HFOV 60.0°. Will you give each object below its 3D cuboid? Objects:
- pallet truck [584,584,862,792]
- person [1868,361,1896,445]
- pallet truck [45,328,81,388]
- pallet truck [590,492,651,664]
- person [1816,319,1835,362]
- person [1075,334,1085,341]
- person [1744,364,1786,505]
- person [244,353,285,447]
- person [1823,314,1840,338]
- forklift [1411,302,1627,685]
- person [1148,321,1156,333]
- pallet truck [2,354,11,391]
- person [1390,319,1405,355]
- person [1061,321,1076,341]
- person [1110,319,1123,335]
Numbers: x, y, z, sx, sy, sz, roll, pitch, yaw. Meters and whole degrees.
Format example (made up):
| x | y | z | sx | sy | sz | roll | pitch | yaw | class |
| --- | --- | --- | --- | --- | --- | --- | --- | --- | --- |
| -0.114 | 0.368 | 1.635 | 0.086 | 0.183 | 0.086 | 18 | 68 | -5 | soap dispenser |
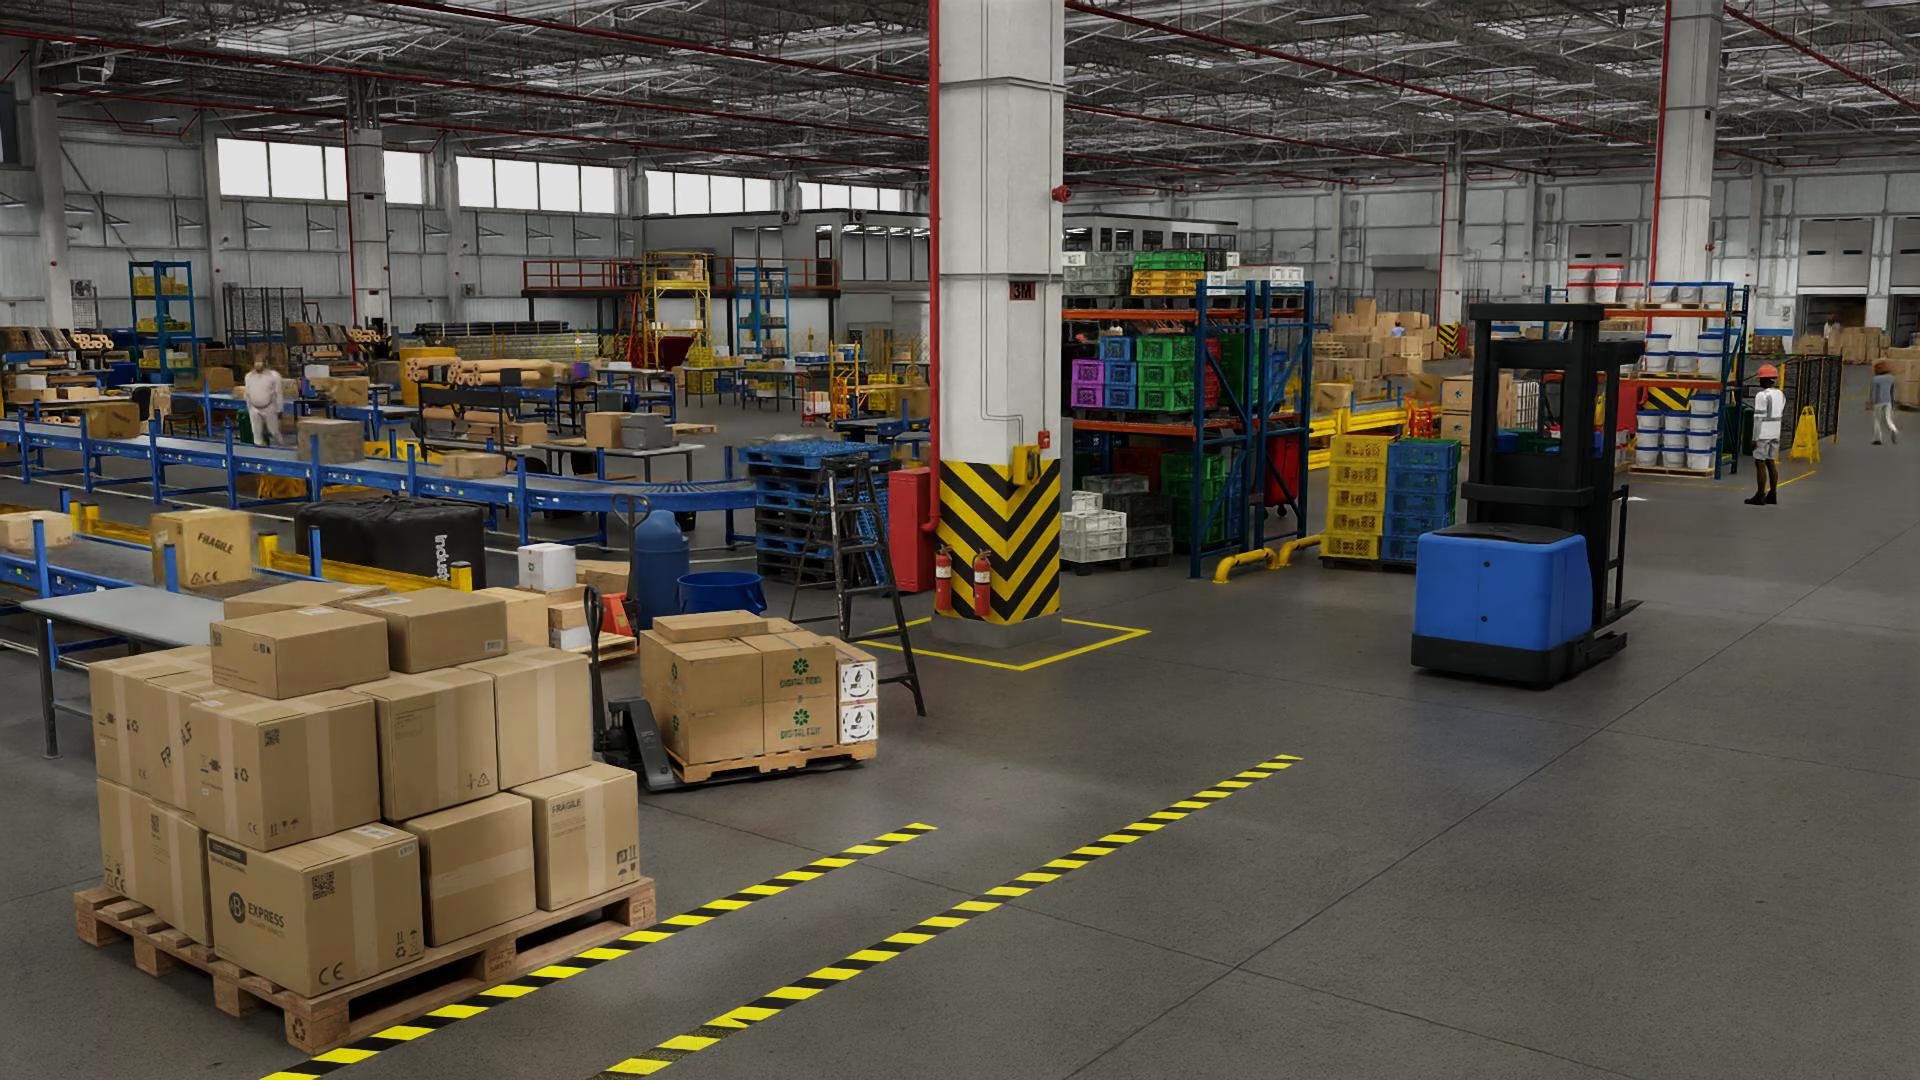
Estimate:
| x | y | z | sx | sy | sz | roll | pitch | yaw | class |
| --- | --- | --- | --- | --- | --- | --- | --- | --- | --- |
| -1.426 | 0.805 | 10.019 | 1.601 | 1.201 | 0.680 | -4 | 9 | -26 | pallet truck |
| 17.559 | -2.588 | 31.600 | 0.501 | 1.613 | 0.527 | 0 | 8 | -3 | person |
| -23.775 | -4.544 | 43.495 | 1.885 | 1.965 | 0.823 | 6 | 10 | 35 | pallet truck |
| -3.115 | 0.344 | 12.883 | 0.653 | 1.274 | 1.630 | 7 | 11 | 37 | pallet truck |
| 36.757 | -8.428 | 70.298 | 0.990 | 1.815 | 0.561 | 6 | 11 | 37 | person |
| 3.049 | -4.229 | 41.810 | 1.043 | 1.878 | 0.570 | -8 | 12 | -44 | person |
| 11.020 | -1.434 | 22.780 | 0.539 | 1.930 | 0.385 | -6 | 10 | -33 | person |
| -11.872 | -2.253 | 28.433 | 0.659 | 1.887 | 0.780 | 0 | 8 | 0 | person |
| 37.678 | -8.760 | 71.922 | 0.612 | 1.995 | 0.379 | 5 | 10 | 31 | person |
| 4.379 | -0.438 | 12.852 | 1.129 | 2.768 | 1.873 | 7 | 11 | 37 | forklift |
| 7.528 | -7.580 | 64.578 | 0.744 | 1.816 | 0.529 | -1 | 8 | -7 | person |
| -24.881 | -4.417 | 42.634 | 1.885 | 1.965 | 0.823 | 8 | 11 | 41 | pallet truck |
| 16.676 | -7.471 | 63.440 | 0.543 | 1.934 | 0.362 | 2 | 9 | 12 | person |
| 3.923 | -6.939 | 60.002 | 0.596 | 1.896 | 0.827 | -5 | 10 | -31 | person |
| 6.118 | -7.738 | 65.409 | 0.572 | 1.883 | 0.358 | 4 | 9 | 26 | person |
